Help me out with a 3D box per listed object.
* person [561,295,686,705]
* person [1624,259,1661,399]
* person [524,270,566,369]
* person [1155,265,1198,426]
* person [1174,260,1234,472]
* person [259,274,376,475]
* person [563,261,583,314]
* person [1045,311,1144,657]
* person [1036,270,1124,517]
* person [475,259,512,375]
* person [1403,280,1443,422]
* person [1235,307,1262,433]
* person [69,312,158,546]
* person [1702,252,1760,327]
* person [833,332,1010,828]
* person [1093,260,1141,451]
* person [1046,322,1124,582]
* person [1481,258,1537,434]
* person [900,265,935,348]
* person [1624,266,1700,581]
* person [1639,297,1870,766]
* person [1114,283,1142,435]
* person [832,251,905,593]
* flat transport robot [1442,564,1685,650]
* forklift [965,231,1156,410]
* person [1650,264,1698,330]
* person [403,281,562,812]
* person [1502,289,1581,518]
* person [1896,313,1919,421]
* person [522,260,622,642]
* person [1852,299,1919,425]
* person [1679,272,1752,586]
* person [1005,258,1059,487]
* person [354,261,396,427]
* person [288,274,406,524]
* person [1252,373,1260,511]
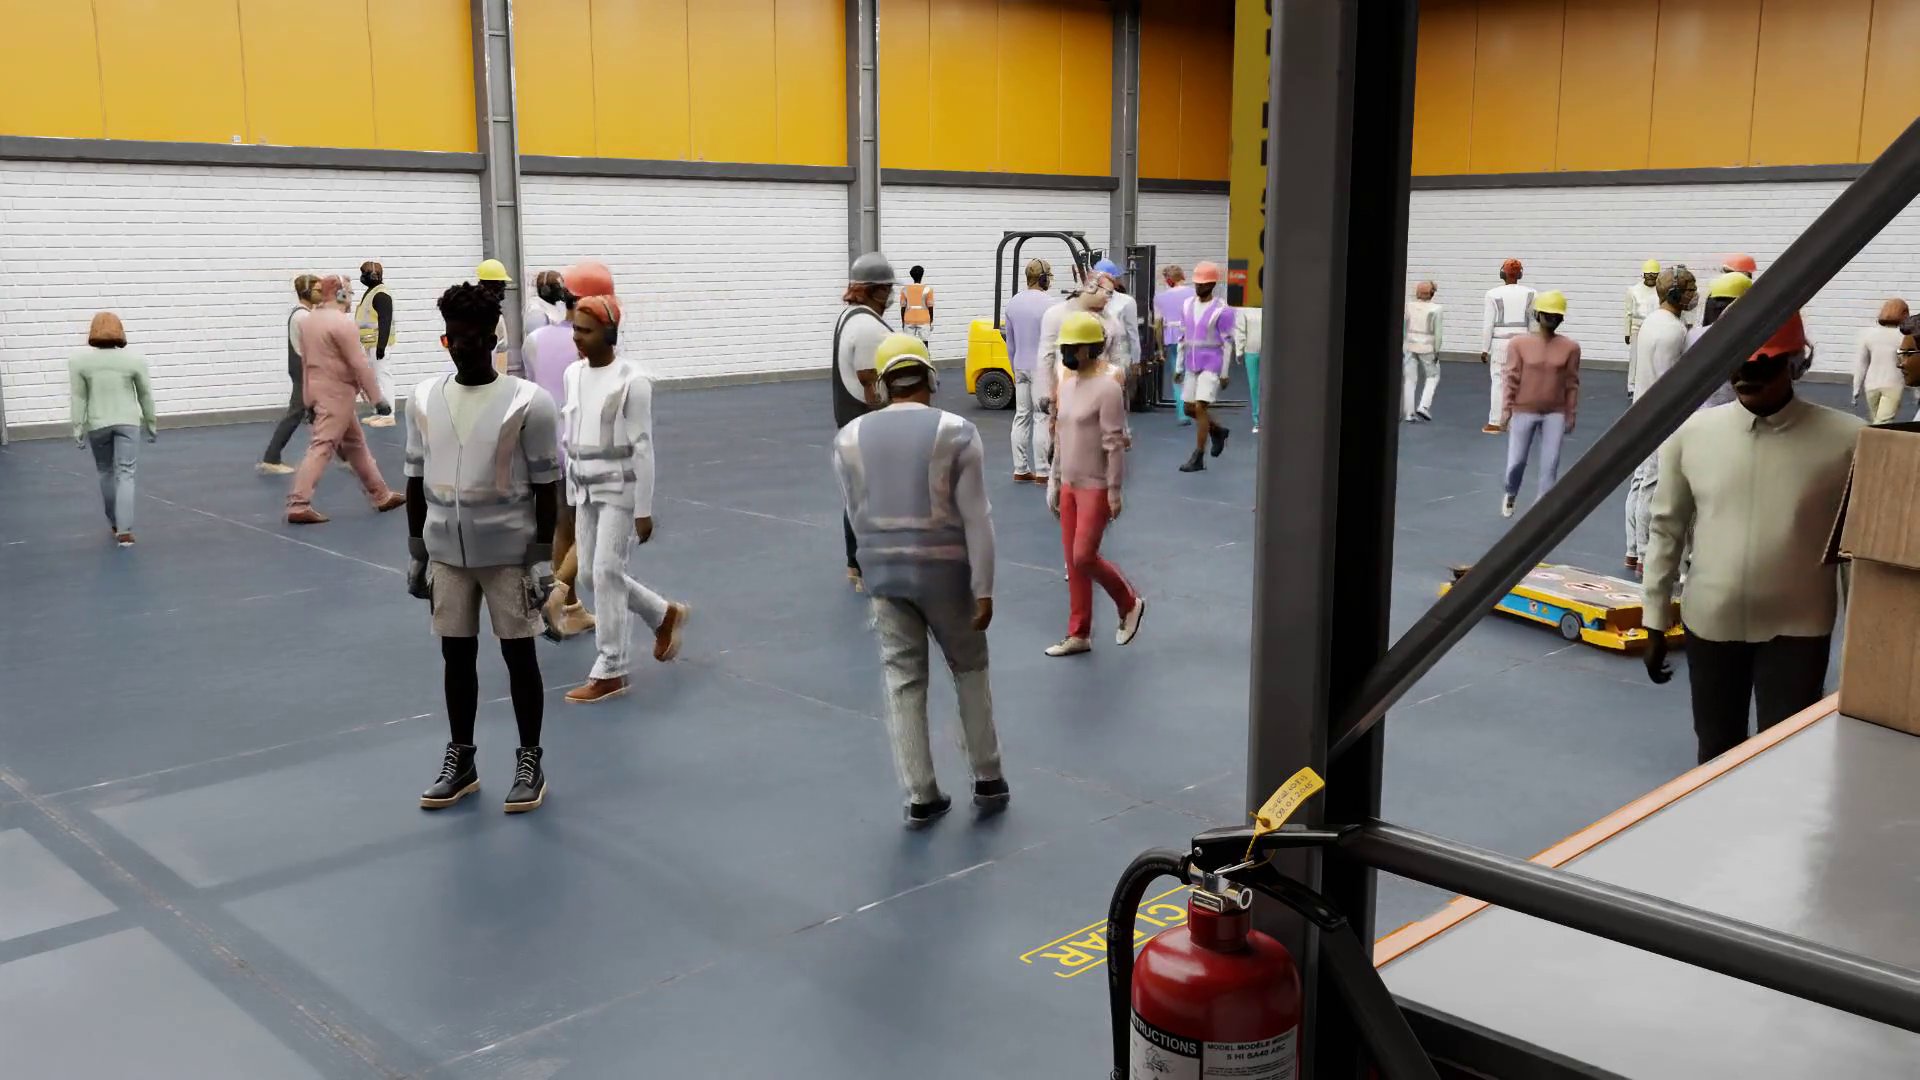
[{"bbox_3d":[-1.575,-0.205,7.756,0.583,1.871,0.711,9,14,40],"label":"person"},{"bbox_3d":[8.932,-2.724,21.601,0.591,1.825,0.403,3,11,14],"label":"person"},{"bbox_3d":[-3.662,-1.498,14.897,0.442,1.825,0.655,0,10,2],"label":"person"},{"bbox_3d":[2.531,-2.189,18.755,0.621,1.809,0.654,4,11,19],"label":"person"},{"bbox_3d":[2.272,-1.588,15.171,0.701,1.913,0.568,-9,14,-42],"label":"person"},{"bbox_3d":[-5.833,-1.475,14.872,0.989,1.797,0.539,-4,11,-23],"label":"person"},{"bbox_3d":[-3.572,-1.738,16.055,0.547,1.895,0.997,6,12,30],"label":"person"},{"bbox_3d":[0.665,-0.274,8.399,0.439,1.752,0.546,-6,12,-29],"label":"person"},{"bbox_3d":[0.904,-1.072,12.498,0.691,1.887,0.437,-2,11,-13],"label":"person"},{"bbox_3d":[-3.995,-1.424,14.218,0.387,1.927,0.589,-3,11,-18],"label":"person"},{"bbox_3d":[5.273,-2.150,19.009,0.531,1.627,0.369,9,14,41],"label":"person"},{"bbox_3d":[3.206,-1.993,17.825,0.525,1.743,0.651,4,11,23],"label":"person"},{"bbox_3d":[-5.885,-0.783,11.619,0.512,1.591,0.826,-3,11,-18],"label":"person"},{"bbox_3d":[7.173,-1.658,15.360,0.600,1.970,0.635,-2,11,-9],"label":"person"},{"bbox_3d":[-0.143,0.138,6.119,0.623,1.776,0.598,3,11,17],"label":"person"},{"bbox_3d":[1.378,-1.740,16.029,0.645,1.887,1.013,10,14,42],"label":"person"},{"bbox_3d":[0.755,-0.540,10.213,0.544,1.617,0.357,8,13,36],"label":"person"},{"bbox_3d":[5.888,-2.072,17.879,0.575,1.882,0.355,-1,10,-4],"label":"person"},{"bbox_3d":[-0.632,-3.228,24.703,0.534,1.694,0.322,3,11,16],"label":"person"},{"bbox_3d":[4.390,-0.728,10.394,0.372,1.940,0.627,2,11,11],"label":"person"},{"bbox_3d":[2.314,0.267,4.886,0.631,1.964,0.722,7,12,32],"label":"person"},{"bbox_3d":[1.575,-1.781,16.912,0.548,1.640,0.885,8,13,36],"label":"person"},{"bbox_3d":[-0.490,-0.714,10.035,0.537,2.000,0.687,-3,11,-15],"label":"person"},{"bbox_3d":[3.383,0.333,9.156,0.652,0.197,1.431,-4,11,-22],"label":"flat transport robot"},{"bbox_3d":[1.222,-2.721,20.561,2.313,2.155,1.214,2,11,13],"label":"forklift"},{"bbox_3d":[7.412,-1.969,17.439,0.522,1.844,0.879,7,13,34],"label":"person"},{"bbox_3d":[-1.775,0.032,6.168,0.606,1.967,0.367,2,11,8],"label":"person"},{"bbox_3d":[4.143,-0.918,11.911,0.543,1.749,0.573,1,10,7],"label":"person"},{"bbox_3d":[3.561,0.091,6.152,0.510,1.860,0.334,-9,14,-42],"label":"person"},{"bbox_3d":[-2.035,-0.429,8.583,0.640,2.009,0.677,4,11,23],"label":"person"},{"bbox_3d":[8.058,-1.298,14.444,0.852,1.584,0.518,-7,12,-33],"label":"person"},{"bbox_3d":[4.578,-0.654,10.061,0.433,1.905,0.605,-6,12,-31],"label":"person"},{"bbox_3d":[0.649,-1.418,14.157,0.373,1.940,0.630,-9,14,-40],"label":"person"},{"bbox_3d":[-6.553,-2.195,18.656,0.429,1.844,0.627,-7,12,-32],"label":"person"},{"bbox_3d":[-4.638,-1.061,12.478,1.032,1.841,0.632,-9,13,-39],"label":"person"},{"bbox_3d":[2.500,-1.006,12.740,0.499,1.634,0.279,9,14,41],"label":"person"}]
